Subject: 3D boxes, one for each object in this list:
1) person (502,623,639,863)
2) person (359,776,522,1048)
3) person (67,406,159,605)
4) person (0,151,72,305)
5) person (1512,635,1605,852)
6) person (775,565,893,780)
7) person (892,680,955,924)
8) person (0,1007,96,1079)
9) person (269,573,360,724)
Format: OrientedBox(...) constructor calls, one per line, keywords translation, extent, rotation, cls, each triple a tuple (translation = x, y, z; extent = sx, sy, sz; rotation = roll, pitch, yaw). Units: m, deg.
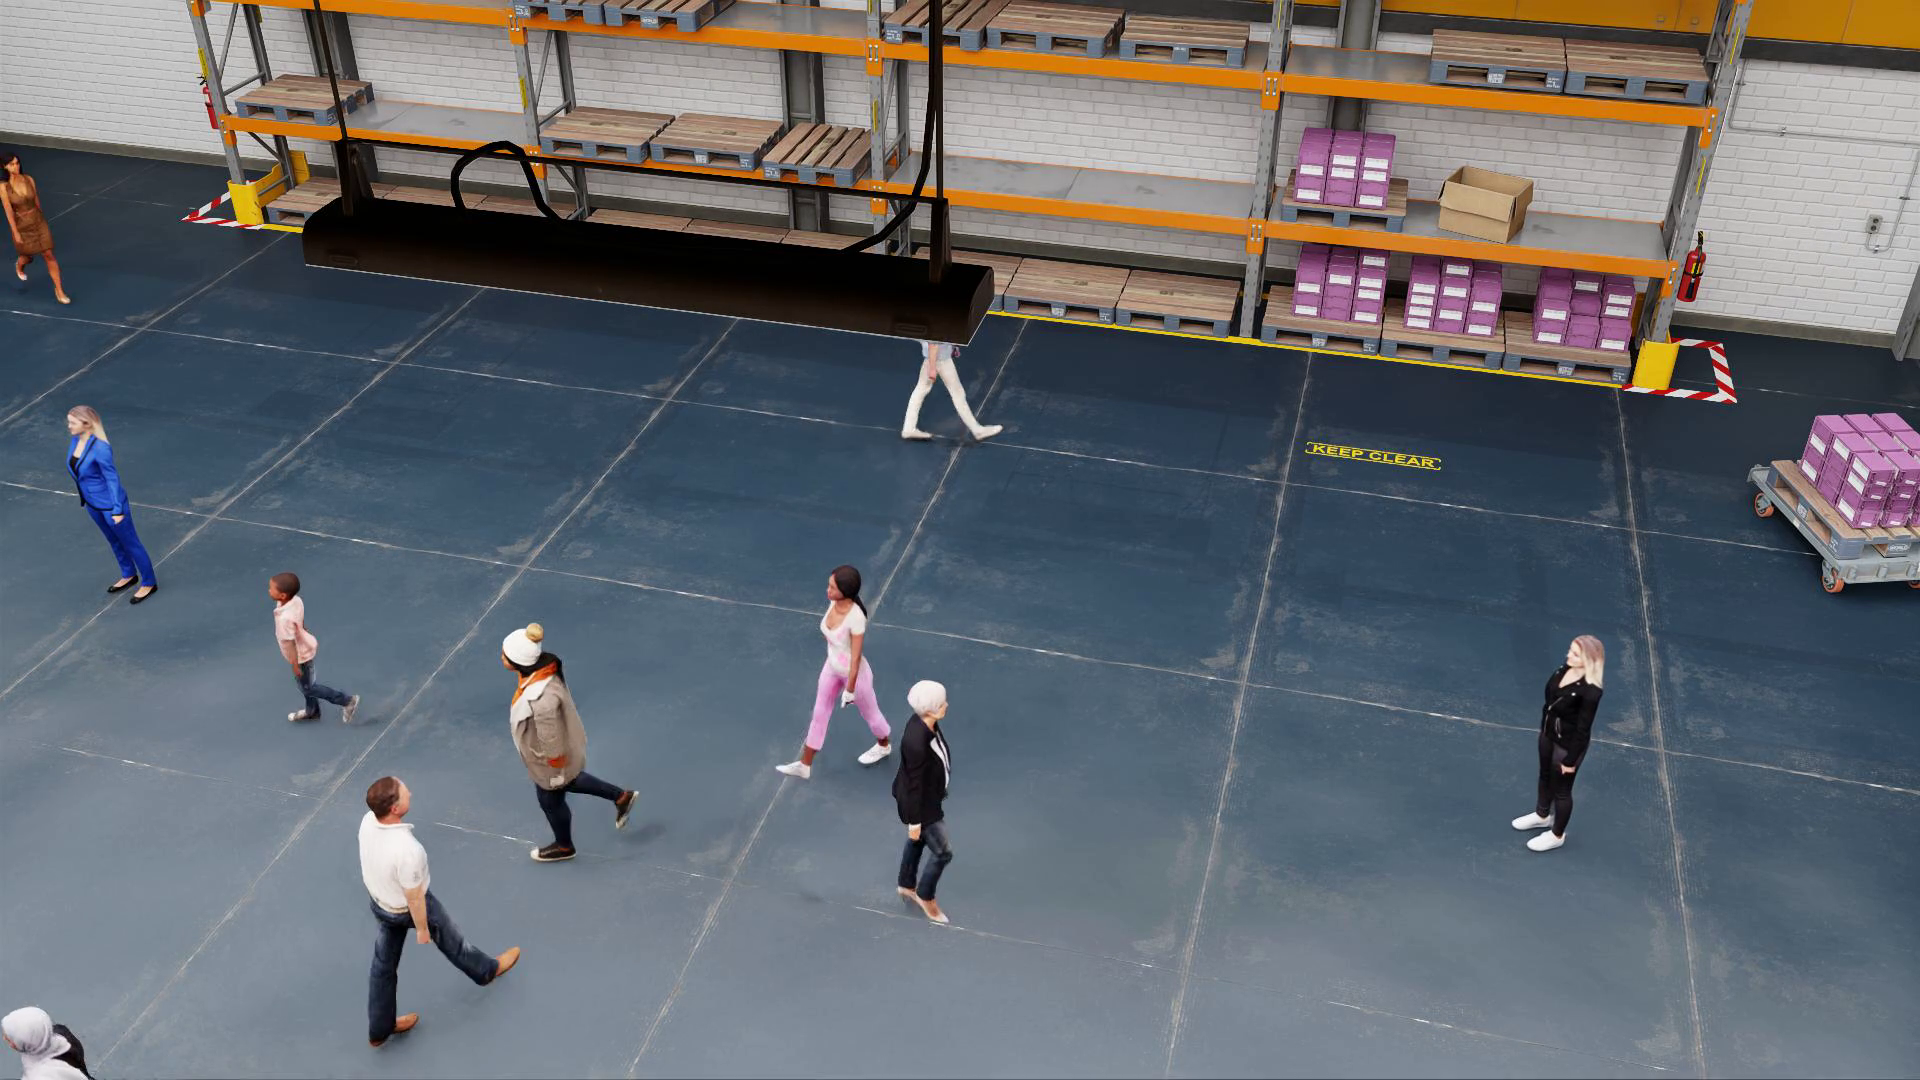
OrientedBox(translation=(-2.496, 1.279, 10.625), extent=(1.105, 1.873, 0.954), rotation=(-7, 34, -10), cls="person")
OrientedBox(translation=(-3.235, 2.128, 9.410), extent=(1.254, 1.804, 1.130), rotation=(27, 42, 35), cls="person")
OrientedBox(translation=(-6.738, -0.305, 13.162), extent=(0.591, 1.701, 0.741), rotation=(20, 38, 27), cls="person")
OrientedBox(translation=(-9.974, -3.326, 17.737), extent=(1.062, 1.670, 0.782), rotation=(19, 38, 27), cls="person")
OrientedBox(translation=(3.925, 1.294, 10.772), extent=(0.658, 1.685, 0.670), rotation=(-4, 34, -5), cls="person")
OrientedBox(translation=(-0.676, 0.898, 11.354), extent=(1.123, 1.700, 1.080), rotation=(-19, 38, -26), cls="person")
OrientedBox(translation=(-0.318, 1.621, 10.184), extent=(0.666, 1.762, 0.769), rotation=(6, 34, 9), cls="person")
OrientedBox(translation=(-4.237, 2.910, 8.273), extent=(1.117, 1.760, 0.880), rotation=(-6, 34, -9), cls="person")
OrientedBox(translation=(-4.645, 0.790, 11.879), extent=(0.848, 1.299, 0.687), rotation=(-5, 34, -7), cls="person")
